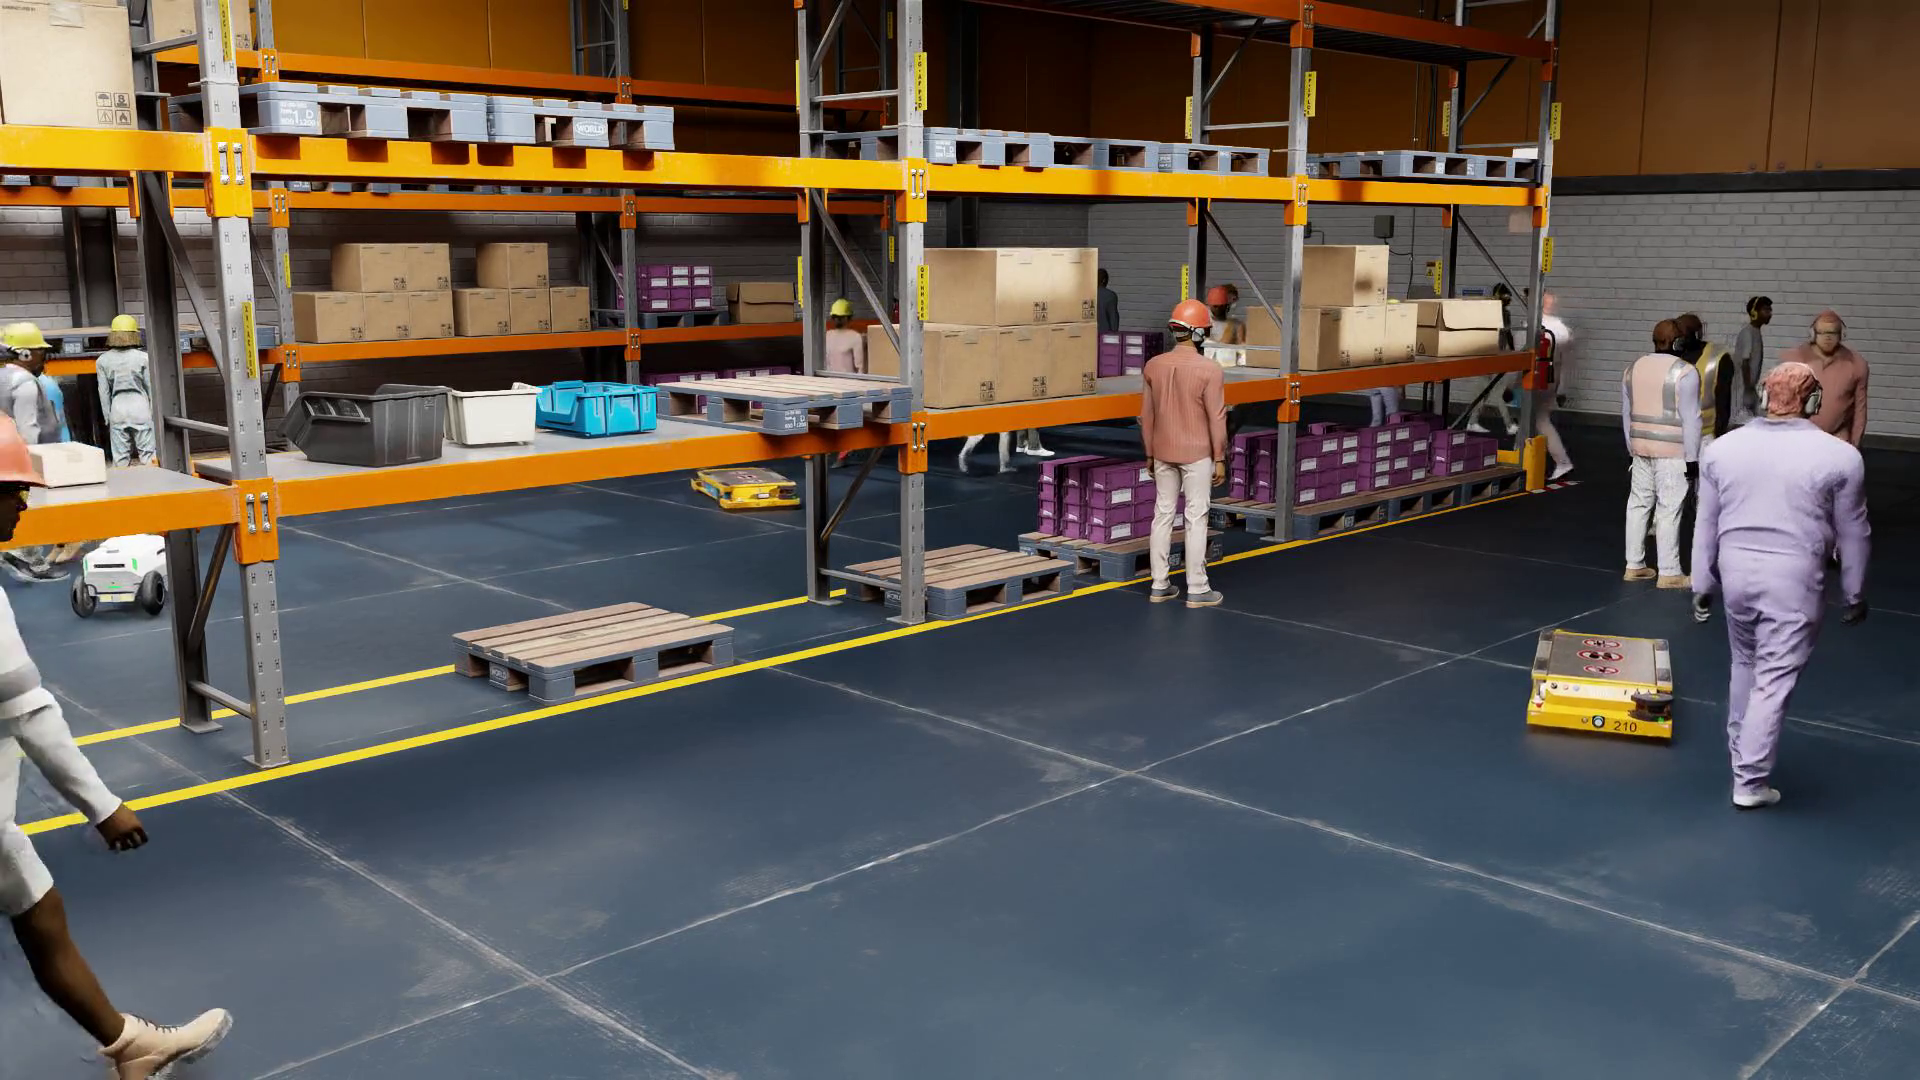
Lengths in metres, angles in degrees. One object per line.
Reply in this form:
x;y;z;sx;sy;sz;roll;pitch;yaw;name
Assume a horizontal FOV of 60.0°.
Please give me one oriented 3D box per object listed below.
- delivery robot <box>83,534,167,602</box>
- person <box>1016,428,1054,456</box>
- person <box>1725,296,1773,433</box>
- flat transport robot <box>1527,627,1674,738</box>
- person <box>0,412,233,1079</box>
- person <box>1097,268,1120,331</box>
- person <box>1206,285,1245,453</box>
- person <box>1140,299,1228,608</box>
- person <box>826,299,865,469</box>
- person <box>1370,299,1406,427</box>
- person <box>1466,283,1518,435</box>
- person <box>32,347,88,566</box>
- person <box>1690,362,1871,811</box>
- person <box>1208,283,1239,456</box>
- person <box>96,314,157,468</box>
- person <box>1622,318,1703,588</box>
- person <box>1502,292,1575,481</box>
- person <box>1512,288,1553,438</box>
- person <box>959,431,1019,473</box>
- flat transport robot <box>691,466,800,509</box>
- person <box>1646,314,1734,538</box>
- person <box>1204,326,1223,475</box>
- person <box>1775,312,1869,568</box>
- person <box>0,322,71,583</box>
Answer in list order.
-5.374;0.129;10.739;0.477;0.478;0.707;-2;10;-9;delivery robot
0.808;-1.881;18.207;0.368;1.926;0.594;-5;12;-26;person
7.829;-1.512;16.557;1.013;1.810;0.516;7;13;34;person
3.317;0.710;8.603;0.652;0.197;1.431;4;11;21;flat transport robot
-2.484;0.662;4.225;1.108;1.969;0.615;-9;13;-39;person
2.005;-2.910;23.792;0.629;1.940;0.373;8;13;36;person
2.654;-1.675;17.140;0.556;1.914;0.640;2;11;10;person
1.465;-0.558;10.809;0.622;1.994;0.381;9;13;39;person
-1.197;-1.629;17.295;0.538;1.753;0.558;7;12;33;person
4.353;-1.560;16.929;0.340;1.762;0.543;-5;11;-24;person
6.574;-2.181;20.112;0.536;1.824;0.927;-10;15;-44;person
-6.629;-0.622;12.012;0.370;1.677;0.546;-10;14;-43;person
3.529;0.187;7.096;0.811;1.875;0.647;-8;13;-39;person
2.676;-1.882;18.323;0.907;1.899;0.655;5;12;27;person
-7.018;-1.036;14.110;0.486;1.742;0.300;-1;10;-8;person
4.839;-0.595;11.435;0.429;1.844;0.624;-5;11;-25;person
5.789;-1.532;16.526;0.631;1.861;0.998;-7;13;-35;person
6.537;-1.955;18.903;0.565;1.828;0.443;-7;13;-35;person
0.314;-1.440;16.681;0.532;1.607;0.695;9;13;39;person
-1.973;-0.492;15.153;0.652;0.197;1.431;-4;11;-22;flat transport robot
5.801;-0.894;13.245;0.630;1.795;0.666;8;13;37;person
2.357;-1.397;16.370;0.537;1.624;0.389;9;14;41;person
6.326;-0.749;12.275;0.633;1.845;1.042;5;11;24;person
-6.394;-0.581;11.429;0.595;1.818;0.418;10;14;44;person
